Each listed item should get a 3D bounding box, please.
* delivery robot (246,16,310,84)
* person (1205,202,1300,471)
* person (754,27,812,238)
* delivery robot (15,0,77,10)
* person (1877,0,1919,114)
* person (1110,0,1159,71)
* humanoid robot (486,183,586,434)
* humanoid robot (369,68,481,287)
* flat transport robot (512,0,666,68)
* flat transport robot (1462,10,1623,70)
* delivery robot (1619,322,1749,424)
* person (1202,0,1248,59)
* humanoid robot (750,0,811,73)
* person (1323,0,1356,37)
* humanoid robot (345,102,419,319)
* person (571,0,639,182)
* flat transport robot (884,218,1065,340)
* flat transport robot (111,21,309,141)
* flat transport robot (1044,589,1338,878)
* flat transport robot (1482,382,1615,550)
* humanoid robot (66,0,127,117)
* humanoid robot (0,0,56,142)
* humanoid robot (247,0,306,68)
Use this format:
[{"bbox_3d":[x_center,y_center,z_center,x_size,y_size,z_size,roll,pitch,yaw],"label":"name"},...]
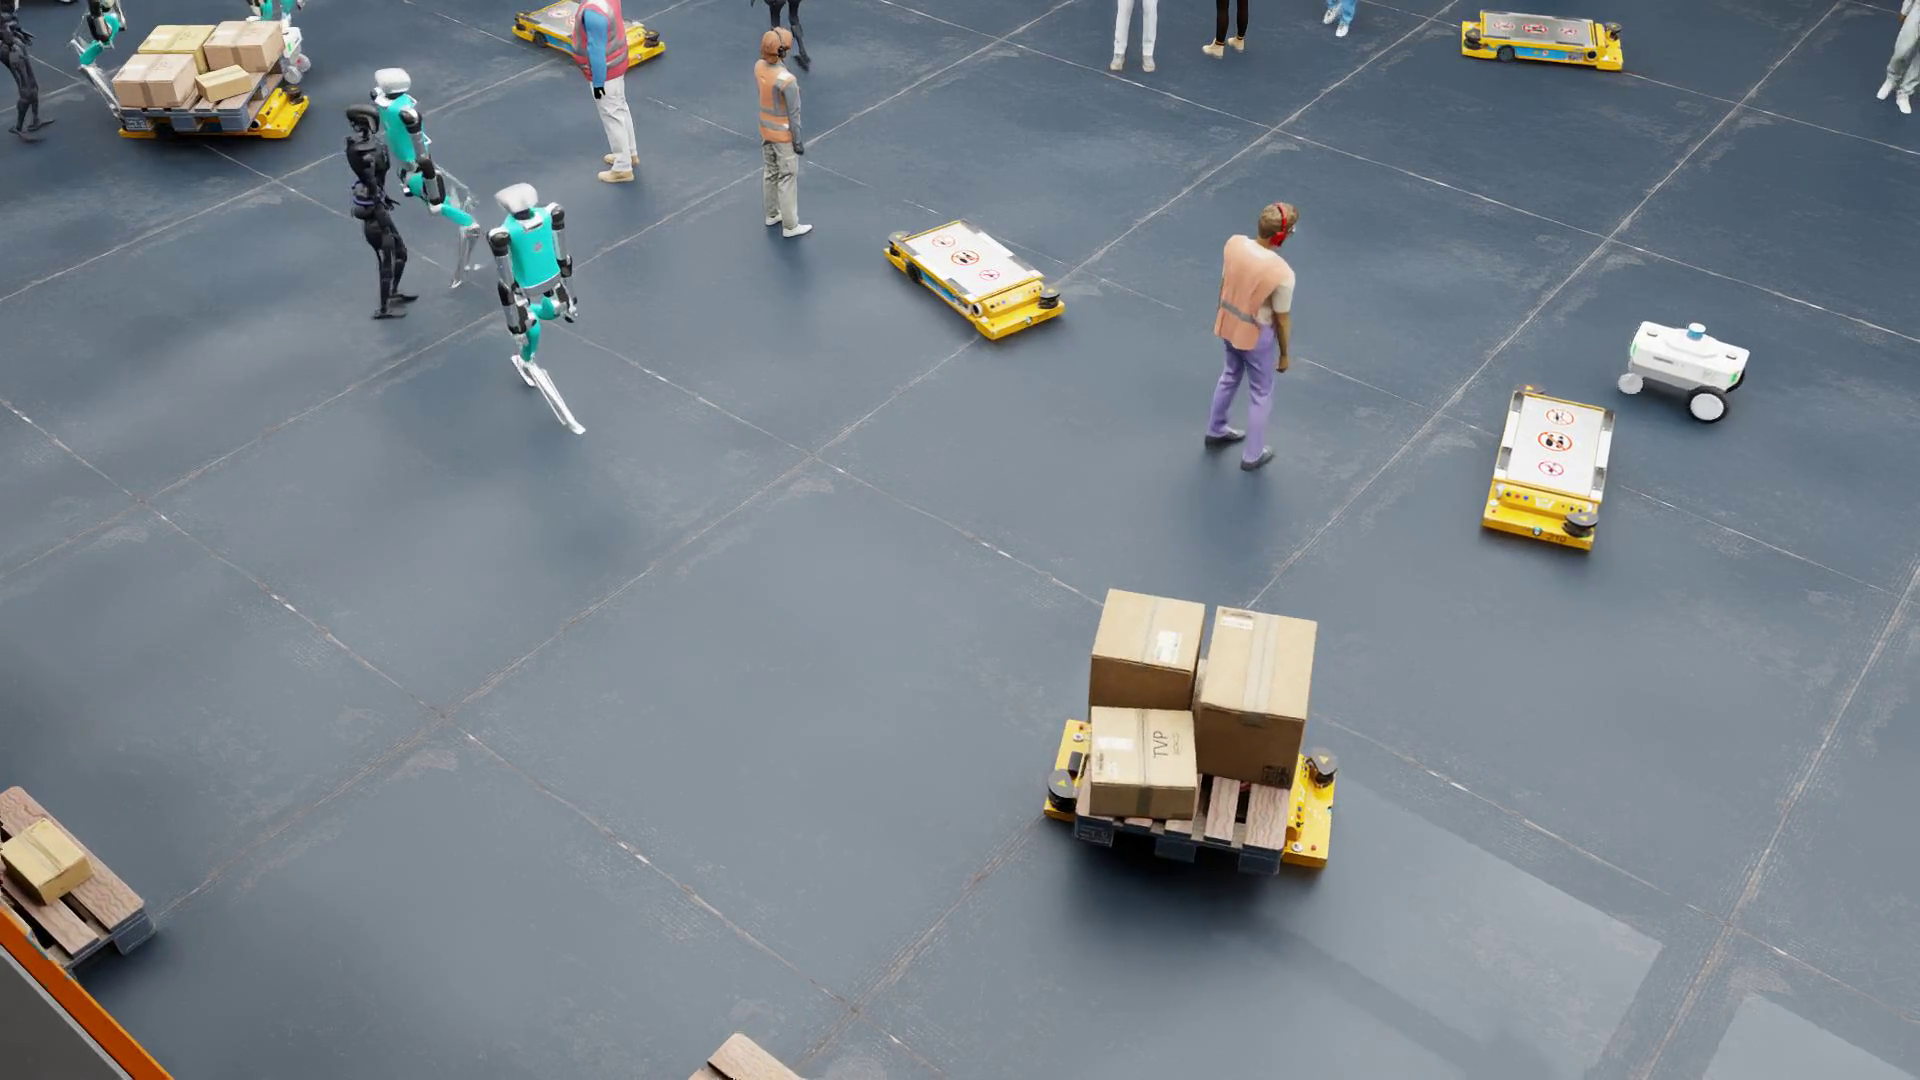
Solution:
[{"bbox_3d":[-6.354,-4.449,15.081,0.768,0.581,0.499,0,40,0],"label":"delivery robot"},{"bbox_3d":[1.783,-1.270,10.364,0.416,1.829,0.627,-24,46,-25],"label":"person"},{"bbox_3d":[-1.366,-3.095,12.667,0.318,1.628,0.505,-25,46,-26],"label":"person"},{"bbox_3d":[-9.156,-5.575,16.407,0.767,0.583,0.499,-21,44,-22],"label":"delivery robot"},{"bbox_3d":[8.356,-4.542,14.292,0.487,1.735,0.393,11,41,12],"label":"person"},{"bbox_3d":[1.625,-5.130,14.870,0.582,1.876,0.339,3,40,4],"label":"person"},{"bbox_3d":[-2.882,-1.588,10.863,1.039,1.786,0.536,32,50,32],"label":"humanoid robot"},{"bbox_3d":[-3.747,-2.611,12.054,0.709,1.810,0.547,-32,50,-32],"label":"humanoid robot"},{"bbox_3d":[-3.518,-4.776,15.697,1.431,0.231,0.659,27,47,28],"label":"flat transport robot"},{"bbox_3d":[5.451,-4.685,15.589,1.431,0.231,0.659,9,41,10],"label":"flat transport robot"},{"bbox_3d":[4.932,-1.171,11.249,0.797,0.613,0.499,22,45,24],"label":"delivery robot"},{"bbox_3d":[2.492,-5.238,15.137,0.539,1.696,0.316,-21,45,-23],"label":"person"},{"bbox_3d":[-1.603,-4.992,14.862,0.608,1.652,0.358,-25,46,-27],"label":"humanoid robot"},{"bbox_3d":[3.623,-5.556,15.497,0.522,1.710,0.408,23,46,25],"label":"person"},{"bbox_3d":[-4.116,-2.331,11.730,0.346,1.641,0.596,-12,42,-14],"label":"humanoid robot"},{"bbox_3d":[-2.860,-3.772,13.314,0.431,1.836,0.629,-1,40,-1],"label":"person"},{"bbox_3d":[0.091,-1.979,12.406,0.659,0.231,1.431,-24,46,-26],"label":"flat transport robot"},{"bbox_3d":[-6.483,-3.717,14.450,1.431,0.231,0.659,0,40,0],"label":"flat transport robot"},{"bbox_3d":[1.198,1.265,8.589,1.431,0.231,0.659,9,41,10],"label":"flat transport robot"},{"bbox_3d":[3.791,-0.498,10.664,0.659,0.231,1.431,14,42,16],"label":"flat transport robot"},{"bbox_3d":[-7.382,-4.383,14.087,0.767,1.764,0.631,-3,40,-4],"label":"humanoid robot"},{"bbox_3d":[-8.000,-4.203,13.942,0.468,1.645,0.615,-13,42,-14],"label":"humanoid robot"},{"bbox_3d":[-6.071,-4.837,14.707,0.551,1.860,0.778,-23,45,-24],"label":"humanoid robot"}]
